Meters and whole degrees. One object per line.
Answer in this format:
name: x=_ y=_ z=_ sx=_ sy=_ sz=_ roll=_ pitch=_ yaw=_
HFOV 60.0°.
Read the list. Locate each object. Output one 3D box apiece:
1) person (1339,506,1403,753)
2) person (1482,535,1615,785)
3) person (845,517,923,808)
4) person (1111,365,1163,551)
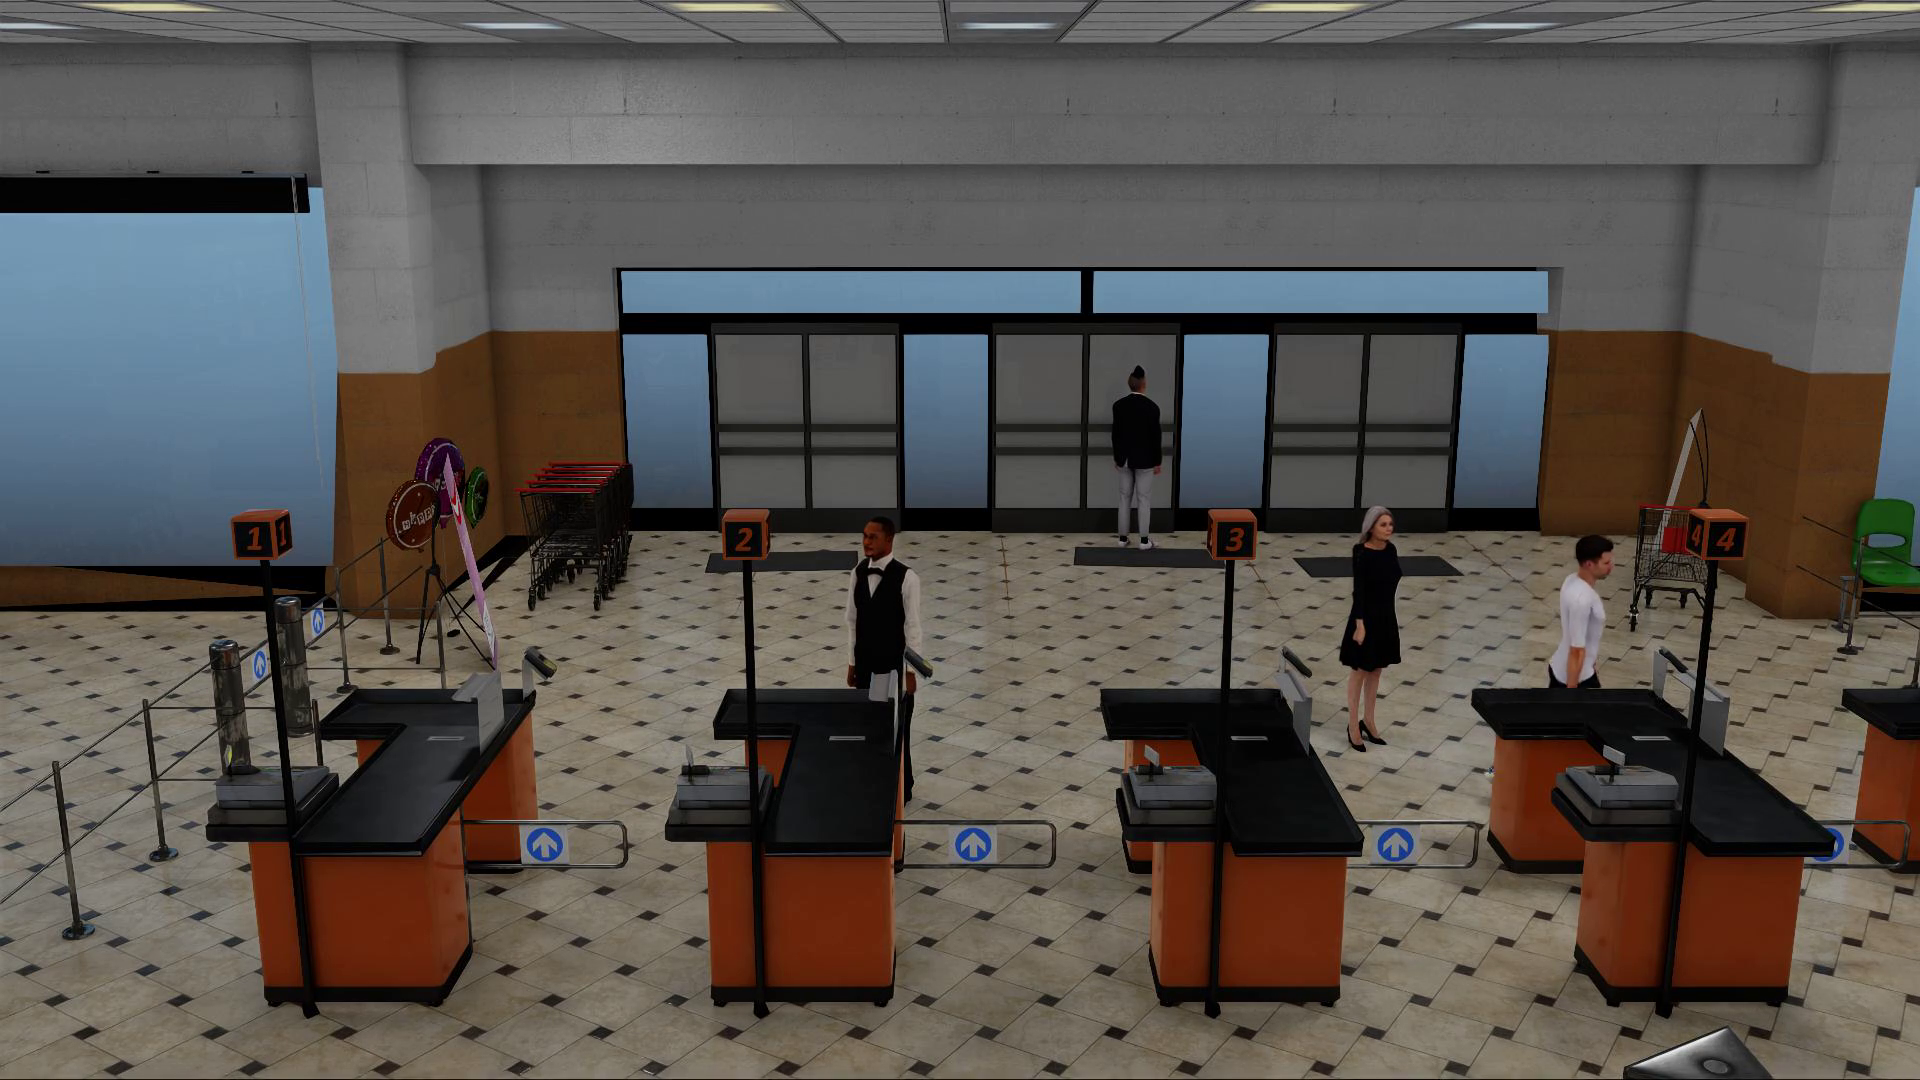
person: x=2.910 y=0.610 z=11.720 sx=0.698 sy=1.747 sz=0.736 roll=-10 pitch=17 yaw=-35
person: x=3.808 y=0.848 z=10.581 sx=0.863 sy=1.822 sz=1.189 roll=1 pitch=14 yaw=5
person: x=-0.481 y=0.779 z=10.665 sx=0.786 sy=1.916 sz=0.787 roll=9 pitch=16 yaw=32
person: x=1.839 y=-0.870 z=17.396 sx=0.797 sy=1.948 sz=0.784 roll=8 pitch=16 yaw=28
